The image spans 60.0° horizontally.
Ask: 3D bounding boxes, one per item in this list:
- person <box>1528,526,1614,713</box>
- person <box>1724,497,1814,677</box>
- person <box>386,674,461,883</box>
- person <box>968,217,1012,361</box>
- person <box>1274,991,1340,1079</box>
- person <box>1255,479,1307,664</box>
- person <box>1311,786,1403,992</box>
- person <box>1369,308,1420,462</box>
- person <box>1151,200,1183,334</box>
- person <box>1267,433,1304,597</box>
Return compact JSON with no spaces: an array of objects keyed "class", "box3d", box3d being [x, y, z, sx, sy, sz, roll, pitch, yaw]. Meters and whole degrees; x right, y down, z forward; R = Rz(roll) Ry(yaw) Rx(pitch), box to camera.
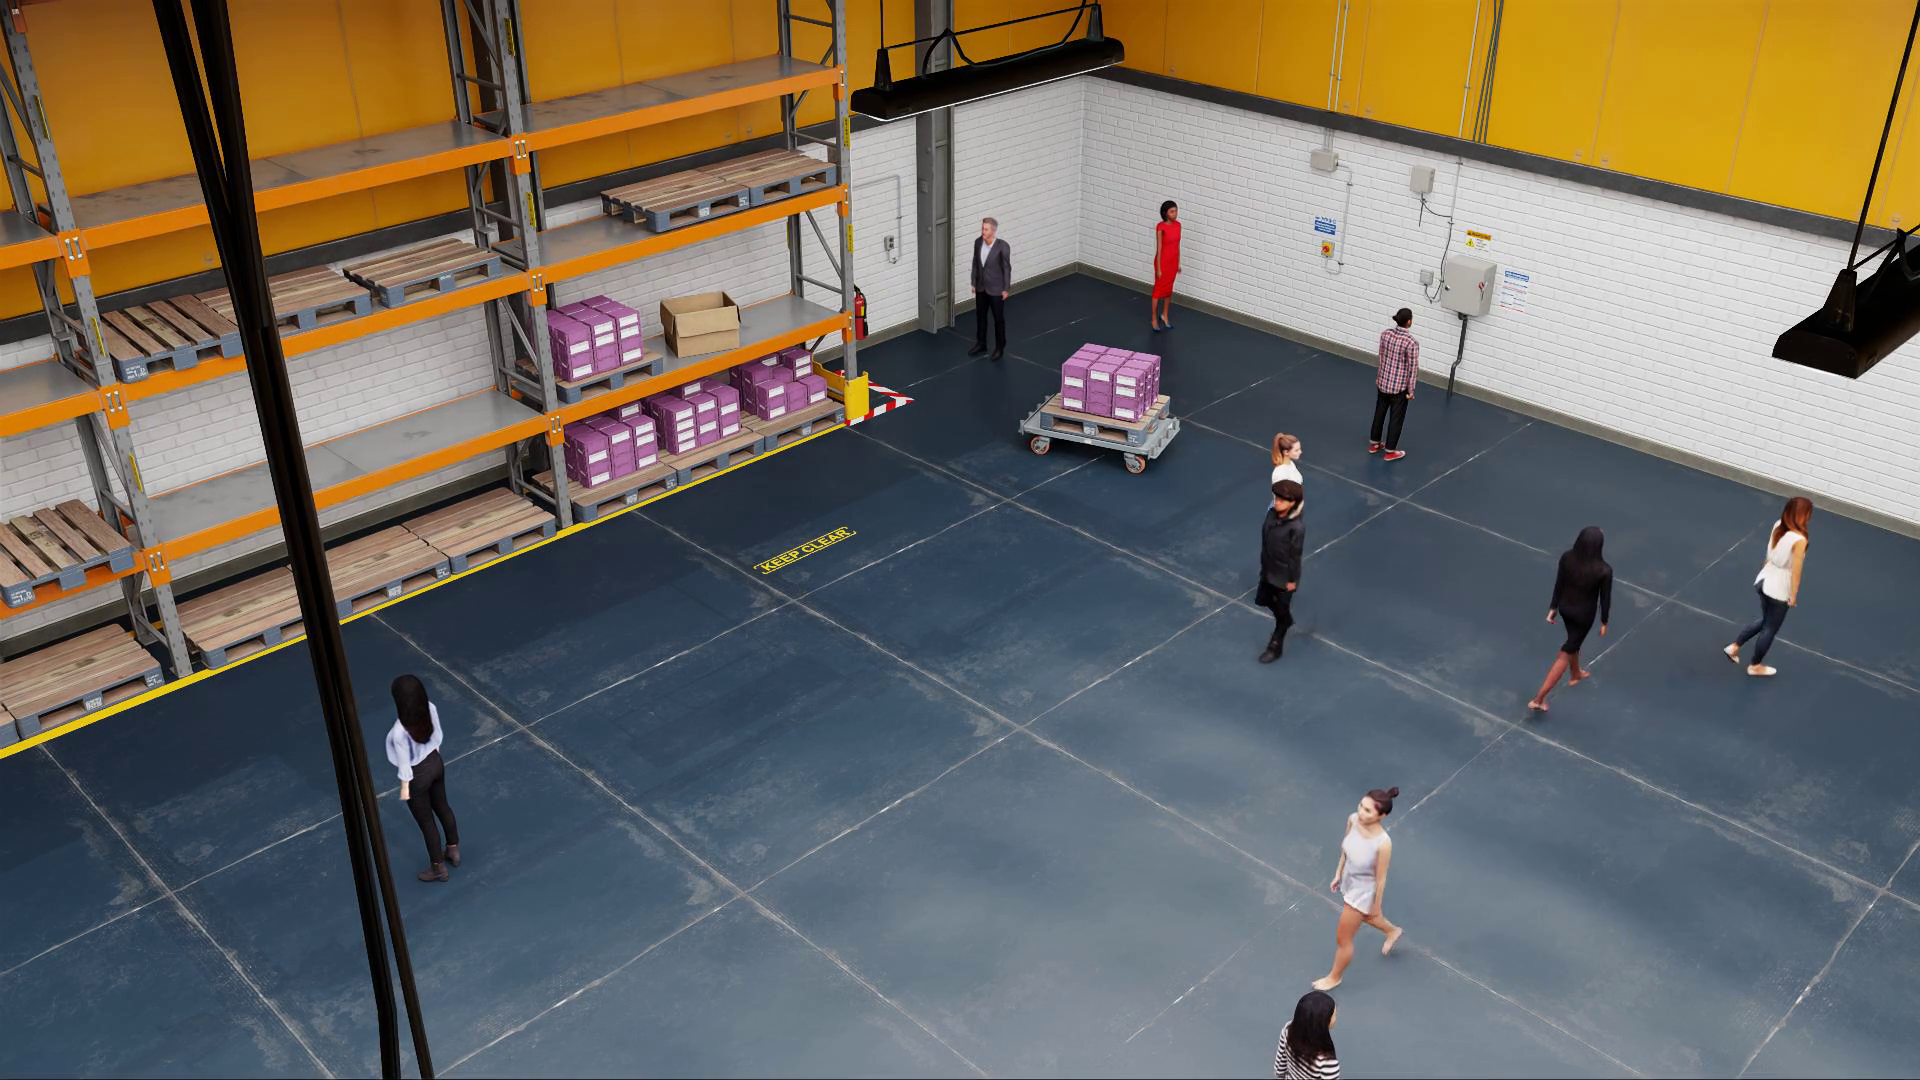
[{"class":"person","box3d":[5.159,0.700,14.065,1.217,1.673,0.701,-21,35,-33]},{"class":"person","box3d":[7.012,0.420,14.471,0.866,1.774,0.800,-3,29,-5]},{"class":"person","box3d":[-3.905,1.724,12.113,0.789,1.744,0.664,8,30,15]},{"class":"person","box3d":[0.382,-3.213,21.066,0.768,1.836,0.655,18,33,29]},{"class":"person","box3d":[1.914,3.230,9.297,0.544,1.796,0.625,-18,33,-29]},{"class":"person","box3d":[2.908,0.239,14.813,0.821,1.766,0.675,-21,35,-33]},{"class":"person","box3d":[2.768,2.313,11.207,1.064,1.577,0.838,-10,30,-17]},{"class":"person","box3d":[4.818,-1.750,18.465,0.611,1.759,0.690,-22,35,-34]},{"class":"person","box3d":[2.710,-3.615,21.902,0.478,1.743,0.658,-20,34,-32]},{"class":"person","box3d":[3.023,-0.208,15.679,0.745,1.720,0.613,10,30,17]}]
